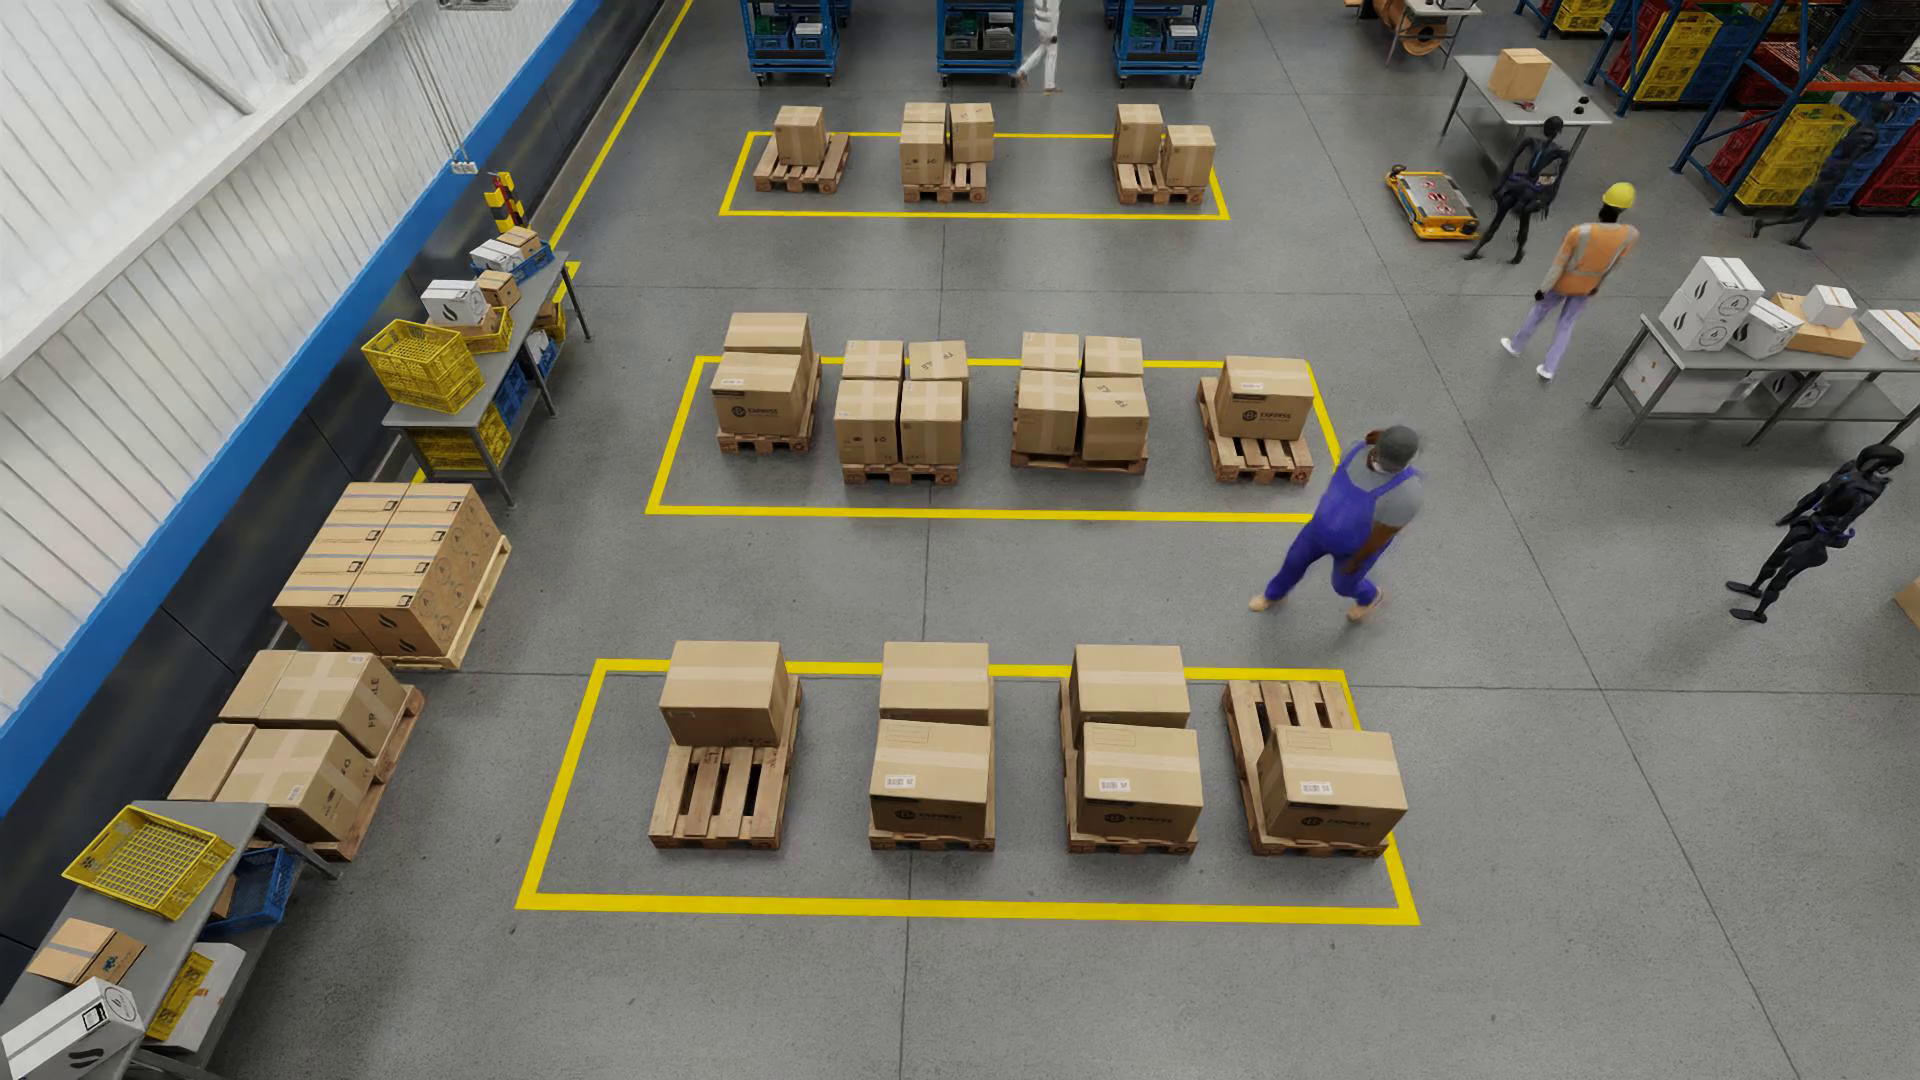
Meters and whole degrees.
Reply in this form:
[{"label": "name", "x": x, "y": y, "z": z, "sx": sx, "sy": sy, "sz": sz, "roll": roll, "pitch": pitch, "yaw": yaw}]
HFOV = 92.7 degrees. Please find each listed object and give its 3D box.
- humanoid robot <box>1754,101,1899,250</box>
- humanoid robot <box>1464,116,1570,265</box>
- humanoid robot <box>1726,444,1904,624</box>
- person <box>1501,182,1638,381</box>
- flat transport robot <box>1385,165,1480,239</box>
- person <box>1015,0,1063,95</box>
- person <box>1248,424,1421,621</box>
[{"label": "humanoid robot", "x": 9.554, "y": -4.010, "z": 10.085, "sx": 0.605, "sy": 1.643, "sz": 0.578, "roll": 30, "pitch": 56, "yaw": 24}, {"label": "humanoid robot", "x": 6.088, "y": -3.742, "z": 9.872, "sx": 0.568, "sy": 1.624, "sz": 0.665, "roll": -34, "pitch": 57, "yaw": -26}, {"label": "humanoid robot", "x": 6.165, "y": -0.051, "z": 6.646, "sx": 0.355, "sy": 1.648, "sz": 0.569, "roll": 18, "pitch": 52, "yaw": 15}, {"label": "person", "x": 5.718, "y": -2.402, "z": 8.539, "sx": 0.592, "sy": 1.926, "sz": 0.607, "roll": 6, "pitch": 49, "yaw": 5}, {"label": "flat transport robot", "x": 5.692, "y": -4.094, "z": 11.059, "sx": 0.652, "sy": 0.197, "sz": 1.431, "roll": 1, "pitch": 49, "yaw": 1}, {"label": "person", "x": 1.165, "y": -7.101, "z": 12.625, "sx": 0.602, "sy": 1.867, "sz": 0.585, "roll": -16, "pitch": 51, "yaw": -13}, {"label": "person", "x": 2.759, "y": -0.116, "z": 6.463, "sx": 0.829, "sy": 2.000, "sz": 0.695, "roll": -18, "pitch": 52, "yaw": -15}]
